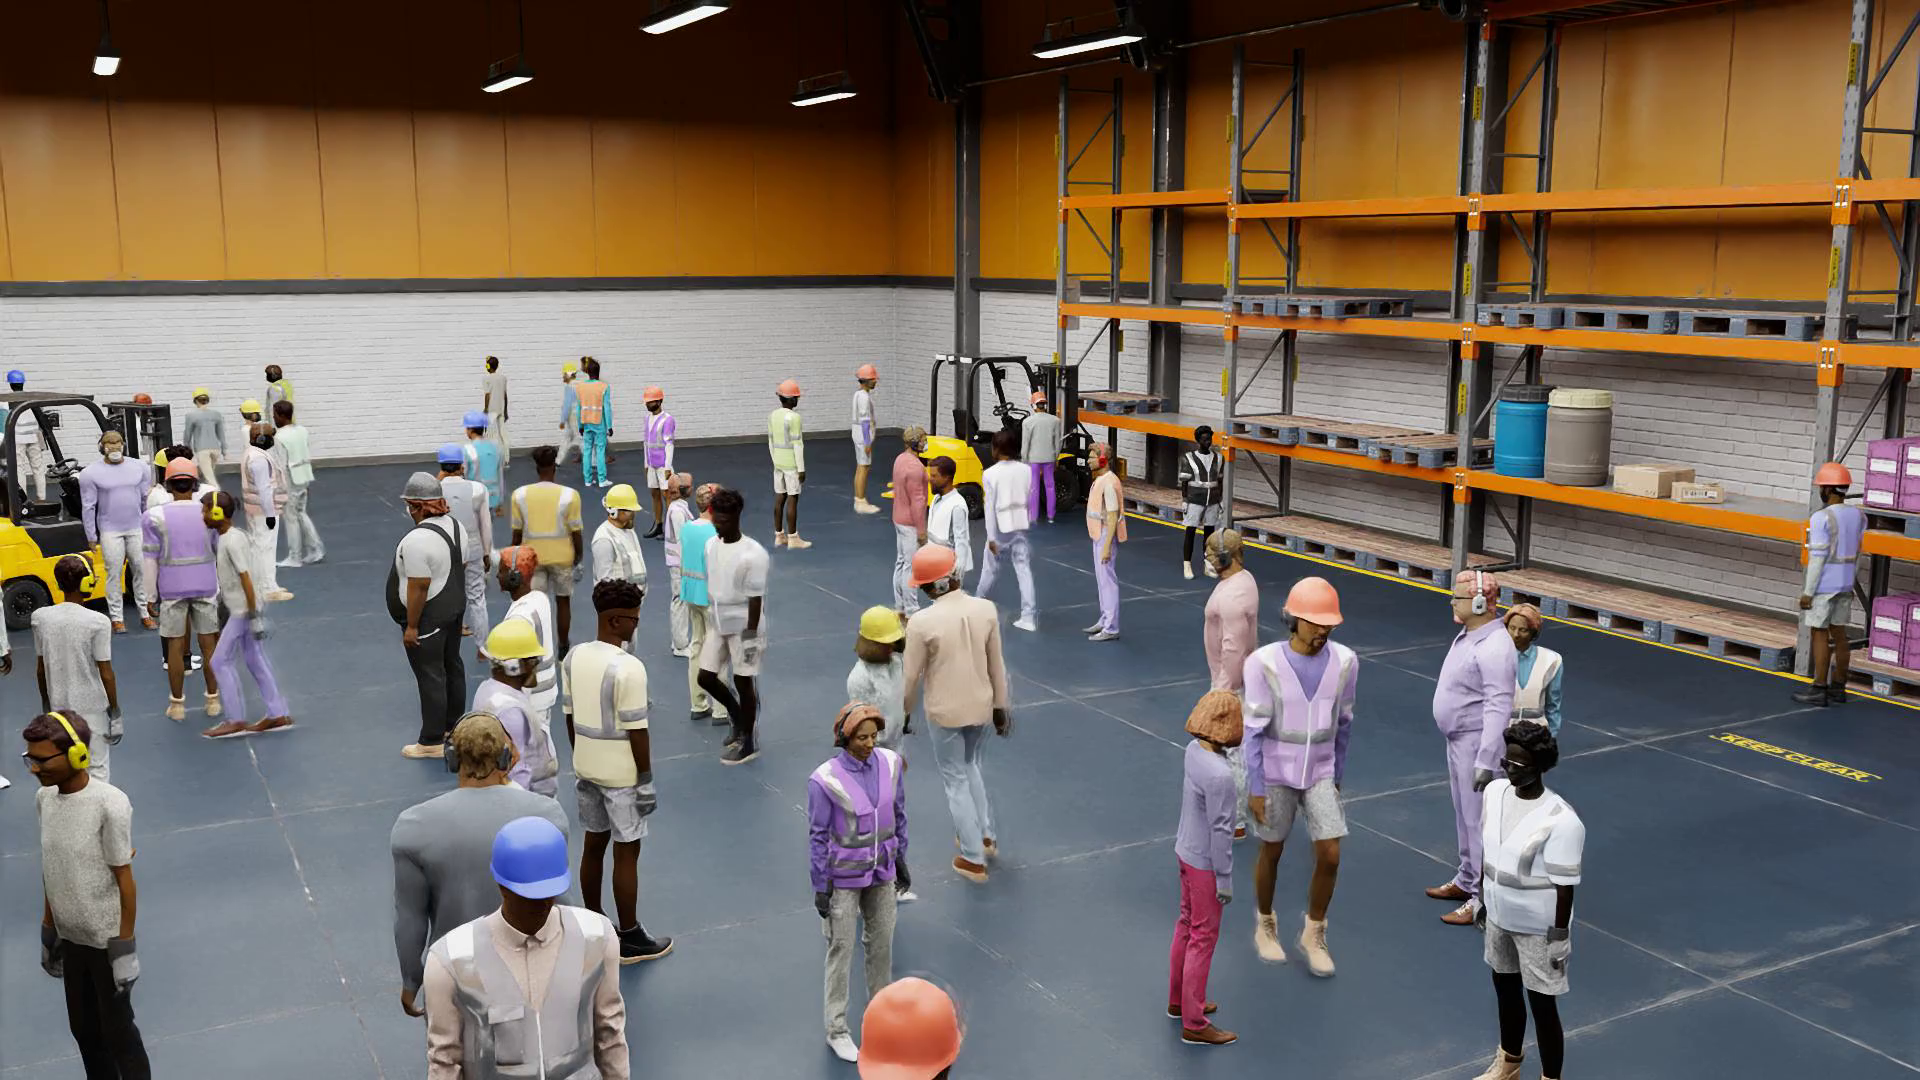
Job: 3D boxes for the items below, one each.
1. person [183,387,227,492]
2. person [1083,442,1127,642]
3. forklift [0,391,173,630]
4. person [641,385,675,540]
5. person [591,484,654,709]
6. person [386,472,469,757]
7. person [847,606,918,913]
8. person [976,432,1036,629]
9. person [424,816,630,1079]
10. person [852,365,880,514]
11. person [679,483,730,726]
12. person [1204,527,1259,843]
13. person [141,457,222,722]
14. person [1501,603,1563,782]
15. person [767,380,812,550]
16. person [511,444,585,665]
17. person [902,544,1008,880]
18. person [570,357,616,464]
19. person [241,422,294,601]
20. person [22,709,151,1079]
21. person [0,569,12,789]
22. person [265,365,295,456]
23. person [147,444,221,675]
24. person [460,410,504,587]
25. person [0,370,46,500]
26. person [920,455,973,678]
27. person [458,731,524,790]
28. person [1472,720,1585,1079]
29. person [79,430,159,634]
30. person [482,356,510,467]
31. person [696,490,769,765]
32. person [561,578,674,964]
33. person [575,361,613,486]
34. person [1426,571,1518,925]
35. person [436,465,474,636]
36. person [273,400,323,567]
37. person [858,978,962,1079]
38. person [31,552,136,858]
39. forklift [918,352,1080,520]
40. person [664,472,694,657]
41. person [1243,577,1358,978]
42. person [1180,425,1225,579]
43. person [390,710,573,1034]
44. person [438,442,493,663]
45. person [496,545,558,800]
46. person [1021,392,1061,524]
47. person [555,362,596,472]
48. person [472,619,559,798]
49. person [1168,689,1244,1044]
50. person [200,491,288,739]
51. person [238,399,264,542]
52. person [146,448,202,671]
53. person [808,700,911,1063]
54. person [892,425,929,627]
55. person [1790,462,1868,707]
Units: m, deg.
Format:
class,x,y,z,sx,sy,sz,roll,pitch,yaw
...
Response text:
class,x,y,z,sx,sy,sz,roll,pitch,yaw
person,-10.407,-1.226,22.803,0.853,1.725,0.522,6,11,30
person,1.348,0.014,15.343,0.373,1.843,0.570,-1,10,-3
forklift,-9.026,-0.363,16.508,1.214,2.155,2.313,6,11,29
person,-3.769,-0.959,20.706,0.543,1.931,0.387,9,13,43
person,-2.607,0.471,12.806,0.403,1.817,0.601,1,10,8
person,-3.815,0.521,11.865,0.538,2.000,0.684,2,10,10
person,-0.411,1.192,8.946,0.296,1.726,0.565,5,11,26
person,0.425,-0.103,15.958,0.600,1.863,0.985,-7,12,-34
person,-1.292,1.759,5.039,0.605,1.939,0.415,-5,11,-28
person,-1.282,-1.384,22.827,0.390,2.040,0.614,-2,10,-10
person,-1.906,0.487,12.614,0.563,1.847,0.390,9,13,43
person,1.630,0.878,10.120,0.371,1.934,0.627,2,10,13
person,-5.908,0.377,12.743,0.617,2.028,0.410,-6,12,-33
person,3.119,1.155,9.377,0.515,1.636,0.314,1,10,4
person,-2.057,-0.907,20.072,0.381,2.045,0.605,-8,13,-40
person,-3.534,0.151,14.259,0.621,1.946,0.612,0,10,0
person,-0.073,0.971,9.575,0.651,1.938,0.688,-7,12,-37
person,-6.211,-2.163,28.034,0.812,1.837,0.551,0,10,1
person,-7.146,-0.294,17.136,0.429,1.843,0.627,-6,12,-31
person,-3.384,1.557,6.446,0.526,1.857,0.347,5,11,27
person,-6.582,0.735,10.957,0.375,1.925,0.595,9,13,42
person,-10.612,-1.822,25.960,0.430,1.833,0.635,0,10,1
person,-6.565,0.161,14.146,0.600,1.967,0.367,-10,14,-44
person,-5.015,-0.410,17.560,0.738,1.923,0.614,5,11,24
person,-13.033,-1.393,23.143,0.381,1.951,0.605,7,12,35
person,-0.099,0.252,13.762,0.377,1.917,0.600,-3,10,-19
person,-1.989,1.557,7.083,0.508,1.628,0.308,9,13,41
person,2.332,1.563,6.887,0.322,1.693,0.539,-4,11,-23
person,-7.899,-0.079,15.656,0.640,1.928,0.382,-9,13,-41
person,-7.686,-2.107,27.487,0.309,1.868,0.535,6,12,32
person,-1.597,0.609,11.617,0.602,1.944,0.422,7,12,37
person,-1.750,1.159,8.430,0.608,1.957,0.390,9,13,42
person,-5.590,-1.766,25.417,0.587,1.911,0.397,3,10,19
person,2.729,1.102,8.908,0.402,1.906,0.651,1,10,5
person,-4.739,0.081,15.567,0.285,1.632,0.499,-4,11,-23
person,-7.582,-0.639,18.914,0.407,1.917,0.609,1,10,8
person,-0.106,1.957,3.982,0.578,1.900,0.936,2,10,11
person,-5.099,0.998,9.651,0.510,1.861,0.324,1,10,8
forklift,0.460,-1.461,22.833,2.313,2.155,1.214,-5,11,-28
person,-2.465,0.216,14.757,0.306,1.645,0.523,-2,10,-12
person,1.674,1.168,8.204,0.610,2.020,0.713,-1,10,-7
person,2.660,-0.418,18.250,0.536,1.700,0.318,-3,10,-17
person,-1.743,1.576,6.132,0.636,1.928,0.383,-4,11,-23
person,-4.353,0.128,14.390,0.605,1.949,0.401,-5,11,-25
person,-2.556,0.960,9.793,0.355,1.883,0.574,-1,10,-3
person,1.054,-1.087,21.966,0.563,1.744,0.337,-4,11,-21
person,-6.371,-1.992,27.053,0.912,1.781,0.623,0,10,1
person,-2.156,1.282,8.086,0.403,1.831,0.592,-4,11,-23
person,1.133,1.472,7.592,0.289,1.626,0.498,-1,10,-7
person,-5.385,0.548,12.265,0.692,1.835,0.539,-4,10,-20
person,-8.736,-0.860,20.603,0.310,1.769,0.525,-4,10,-19
person,-6.763,0.161,14.293,0.382,1.917,0.585,-4,11,-23
person,-0.453,1.502,7.402,0.524,1.631,0.318,-9,13,-41
person,-0.458,-0.135,15.935,0.374,1.941,0.627,-3,10,-17
person,6.857,0.349,13.161,0.551,1.932,0.378,-5,11,-25
